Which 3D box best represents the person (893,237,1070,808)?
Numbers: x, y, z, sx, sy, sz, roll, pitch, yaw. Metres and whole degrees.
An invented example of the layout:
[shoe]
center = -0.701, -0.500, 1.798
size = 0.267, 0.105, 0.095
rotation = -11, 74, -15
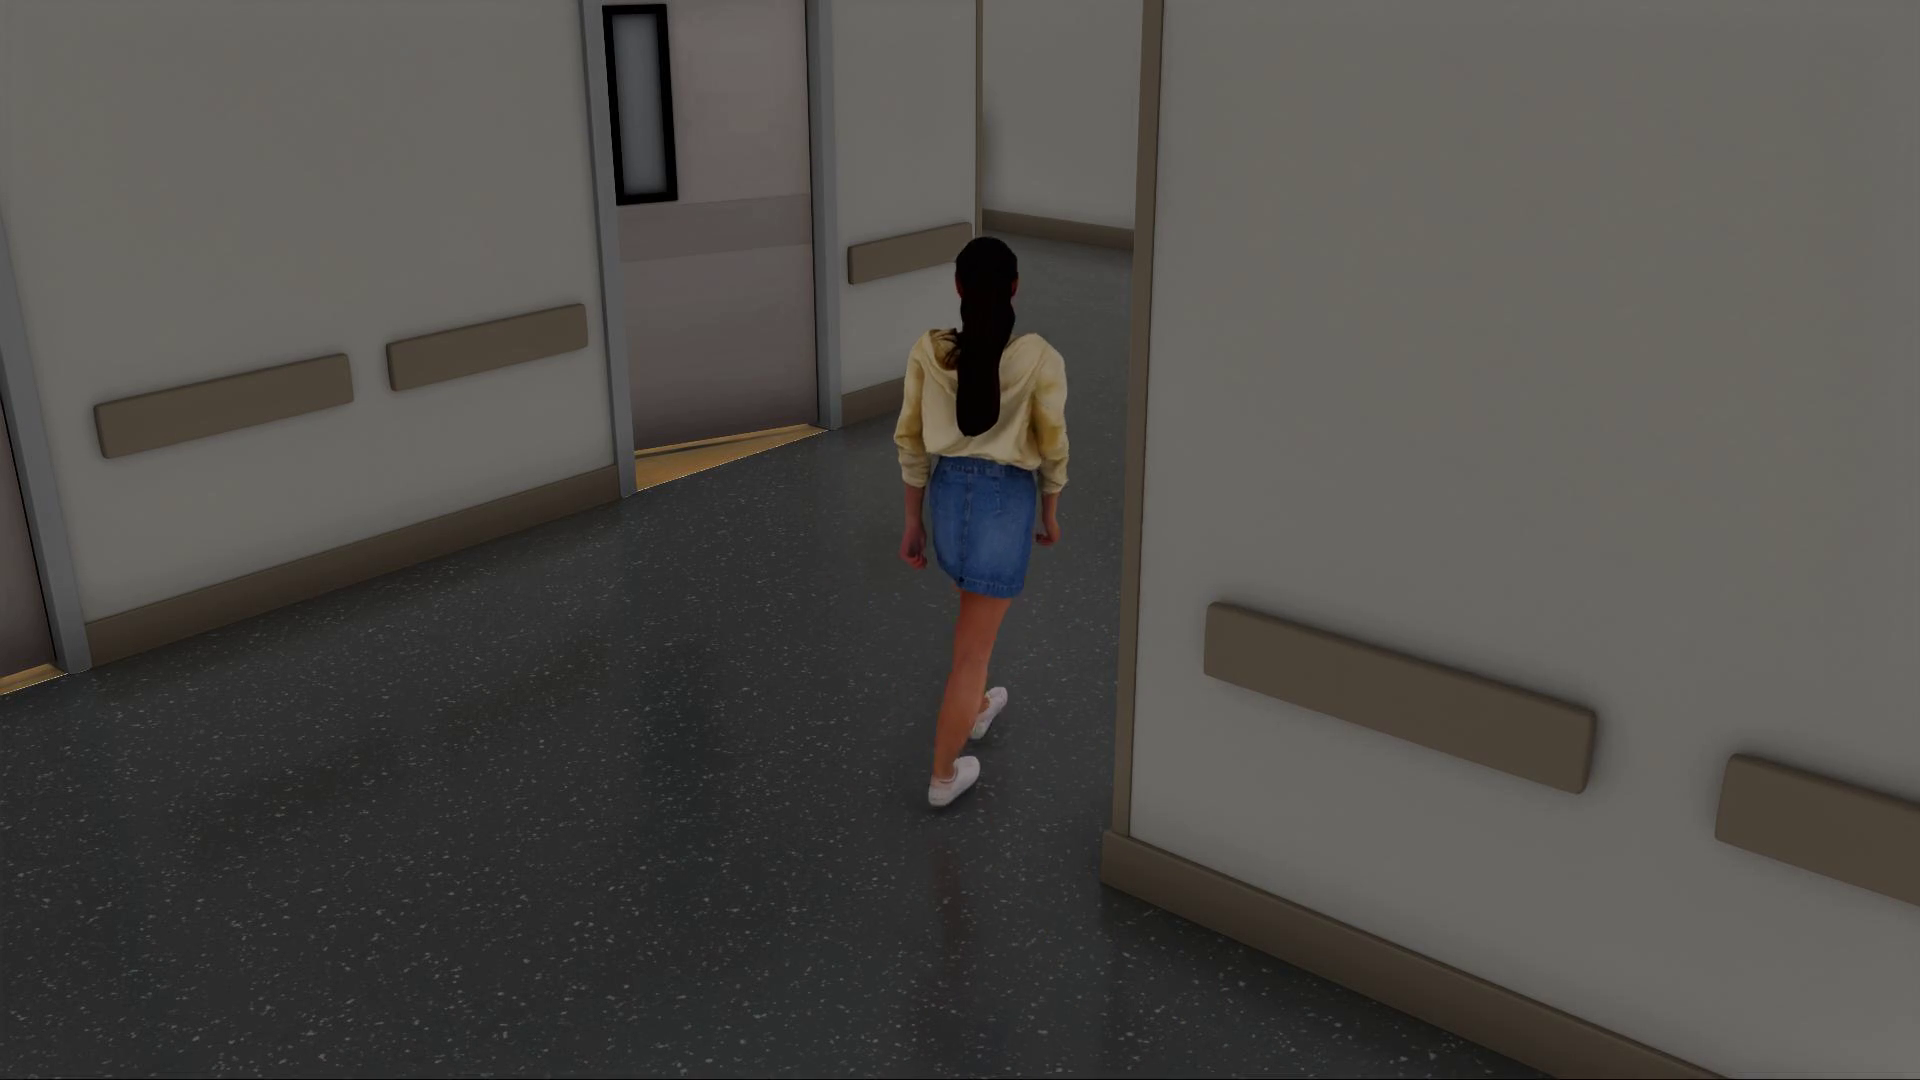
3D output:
[person]
center = 0.037, 0.001, 4.650
size = 0.767, 1.597, 0.964
rotation = 9, 23, 23
